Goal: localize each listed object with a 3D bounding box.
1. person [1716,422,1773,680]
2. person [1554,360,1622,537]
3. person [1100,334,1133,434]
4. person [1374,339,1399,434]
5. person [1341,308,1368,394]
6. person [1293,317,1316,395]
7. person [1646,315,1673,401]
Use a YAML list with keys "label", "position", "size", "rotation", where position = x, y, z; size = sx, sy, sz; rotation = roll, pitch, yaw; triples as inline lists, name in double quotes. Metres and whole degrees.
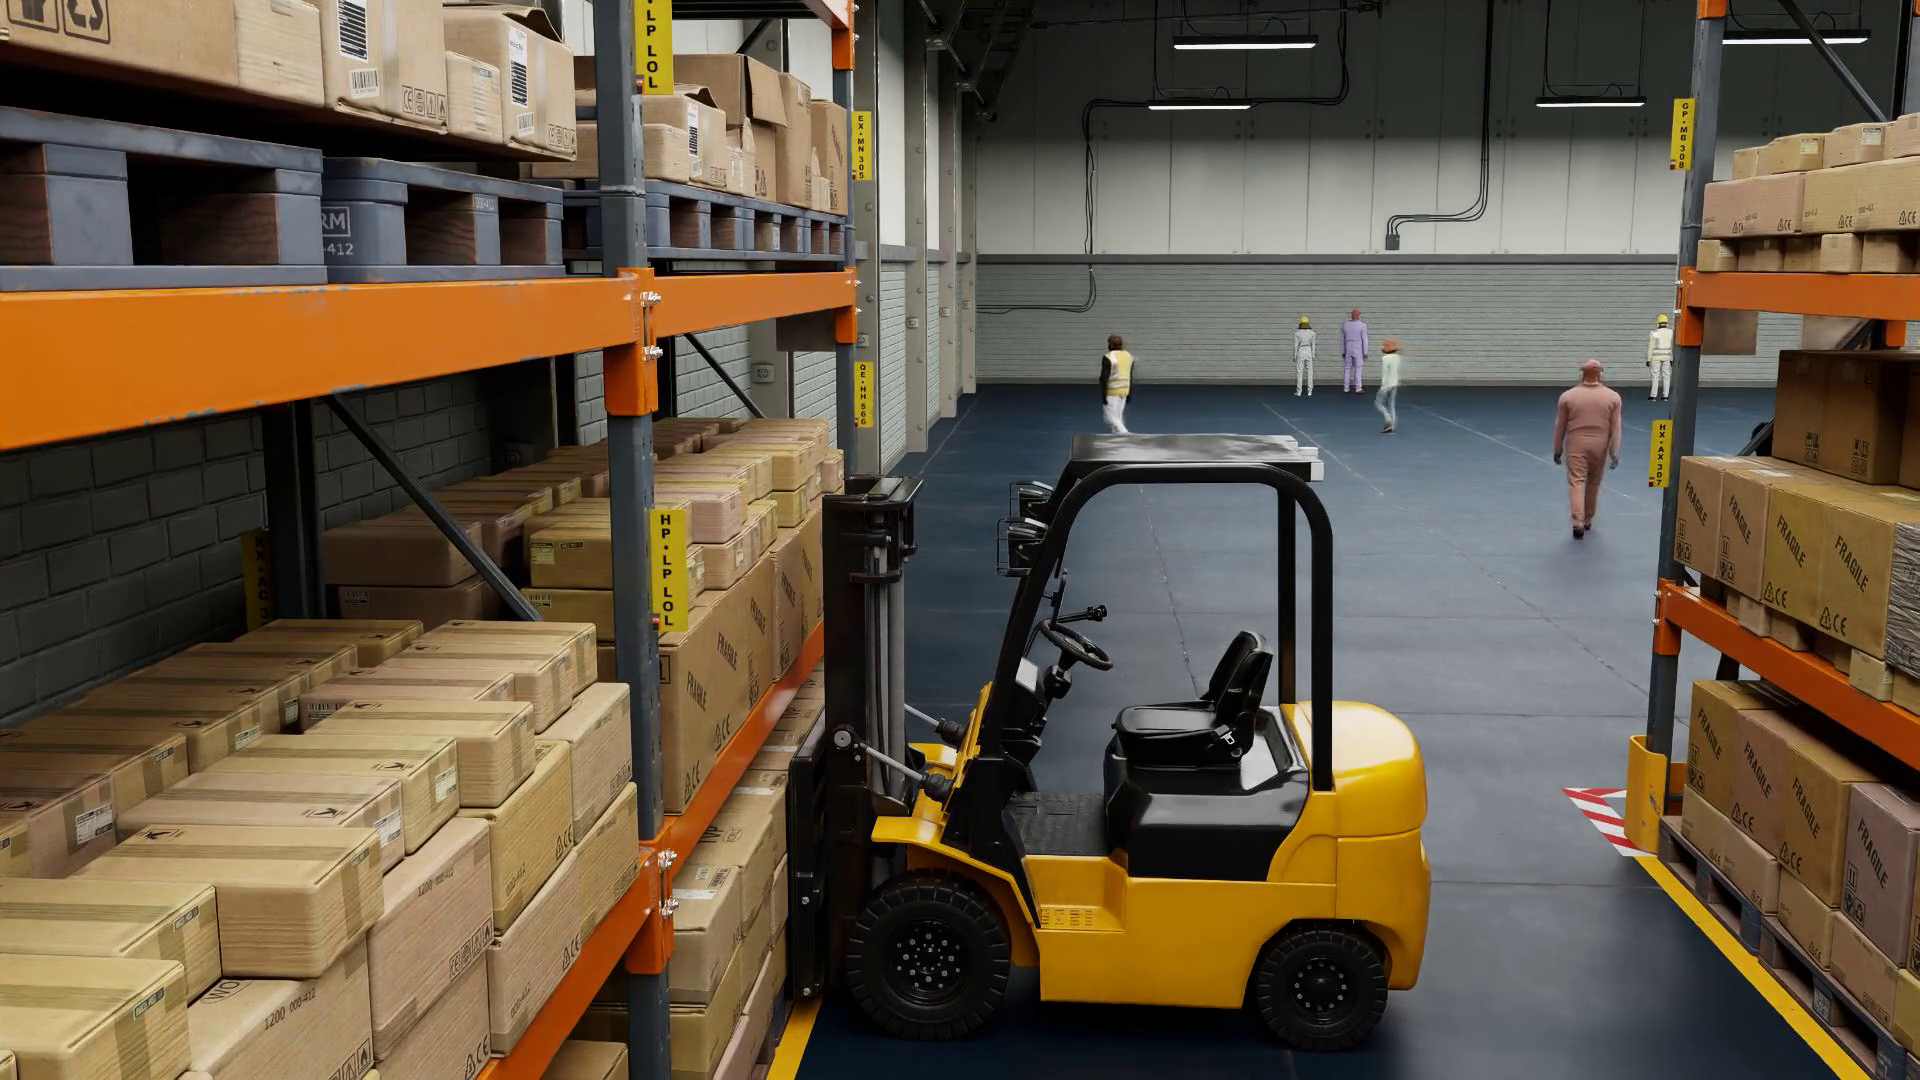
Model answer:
- label: "person"
  position: [4.709, 0.279, 9.793]
  size: [0.373, 1.960, 0.601]
  rotation: [-7, 12, -38]
- label: "person"
  position: [6.677, -0.978, 17.718]
  size: [0.654, 1.864, 1.005]
  rotation: [3, 10, 17]
- label: "person"
  position: [2.435, -2.243, 25.493]
  size: [0.635, 1.830, 0.657]
  rotation: [-8, 12, -41]
- label: "person"
  position: [7.275, -2.616, 28.342]
  size: [0.353, 1.619, 0.532]
  rotation: [8, 13, 41]
- label: "person"
  position: [8.826, -4.208, 37.139]
  size: [0.652, 1.908, 0.409]
  rotation: [8, 13, 42]
- label: "person"
  position: [7.600, -4.058, 36.756]
  size: [0.484, 1.736, 0.305]
  rotation: [0, 9, -3]
- label: "person"
  position: [14.811, -3.845, 35.170]
  size: [0.601, 1.830, 0.404]
  rotation: [-1, 9, -3]
